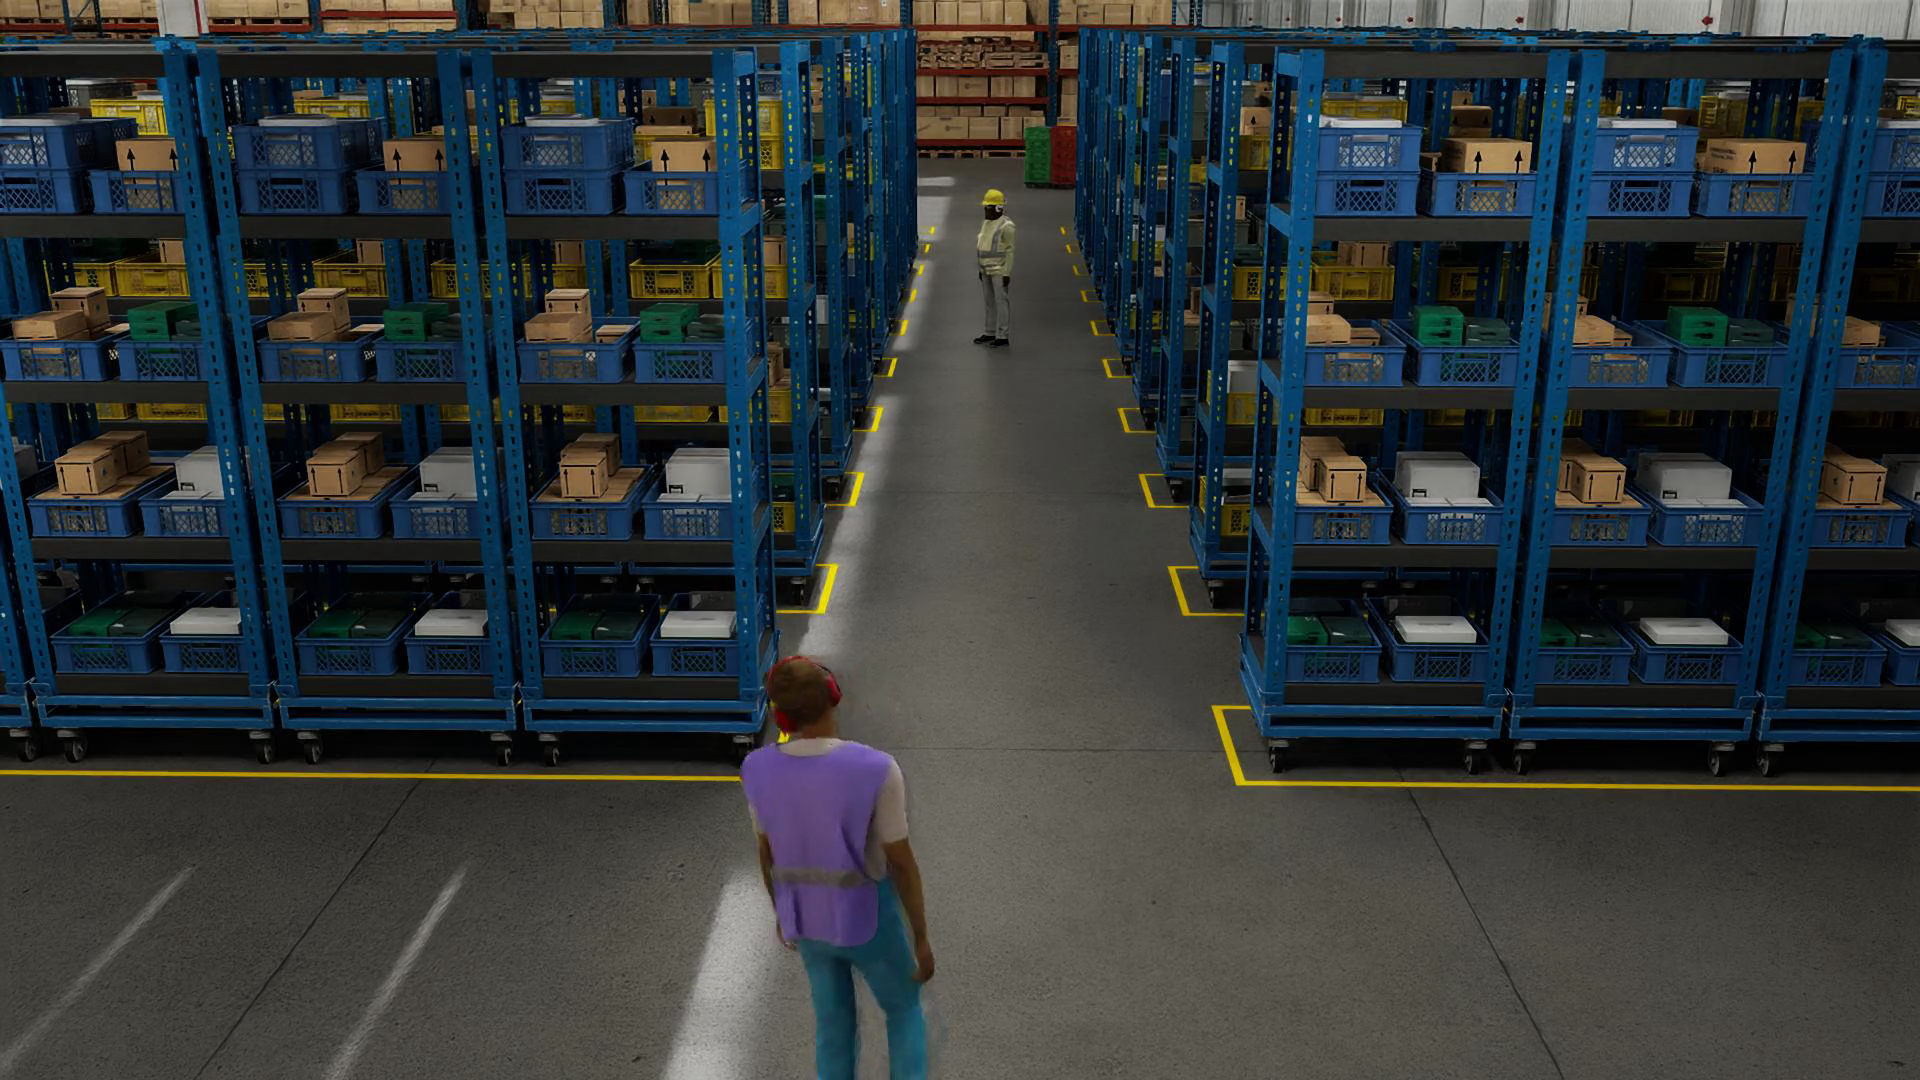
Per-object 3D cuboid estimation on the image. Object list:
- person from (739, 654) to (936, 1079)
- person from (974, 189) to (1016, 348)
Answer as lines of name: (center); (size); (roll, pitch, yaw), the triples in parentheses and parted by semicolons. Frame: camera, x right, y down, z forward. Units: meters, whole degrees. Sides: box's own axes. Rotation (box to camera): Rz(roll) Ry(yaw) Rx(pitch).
person: (-0.395, 1.256, 5.414); (0.674, 1.794, 0.400); (6, 18, 17)
person: (0.396, -3.175, 19.479); (0.404, 1.830, 0.602); (-11, 21, -32)
